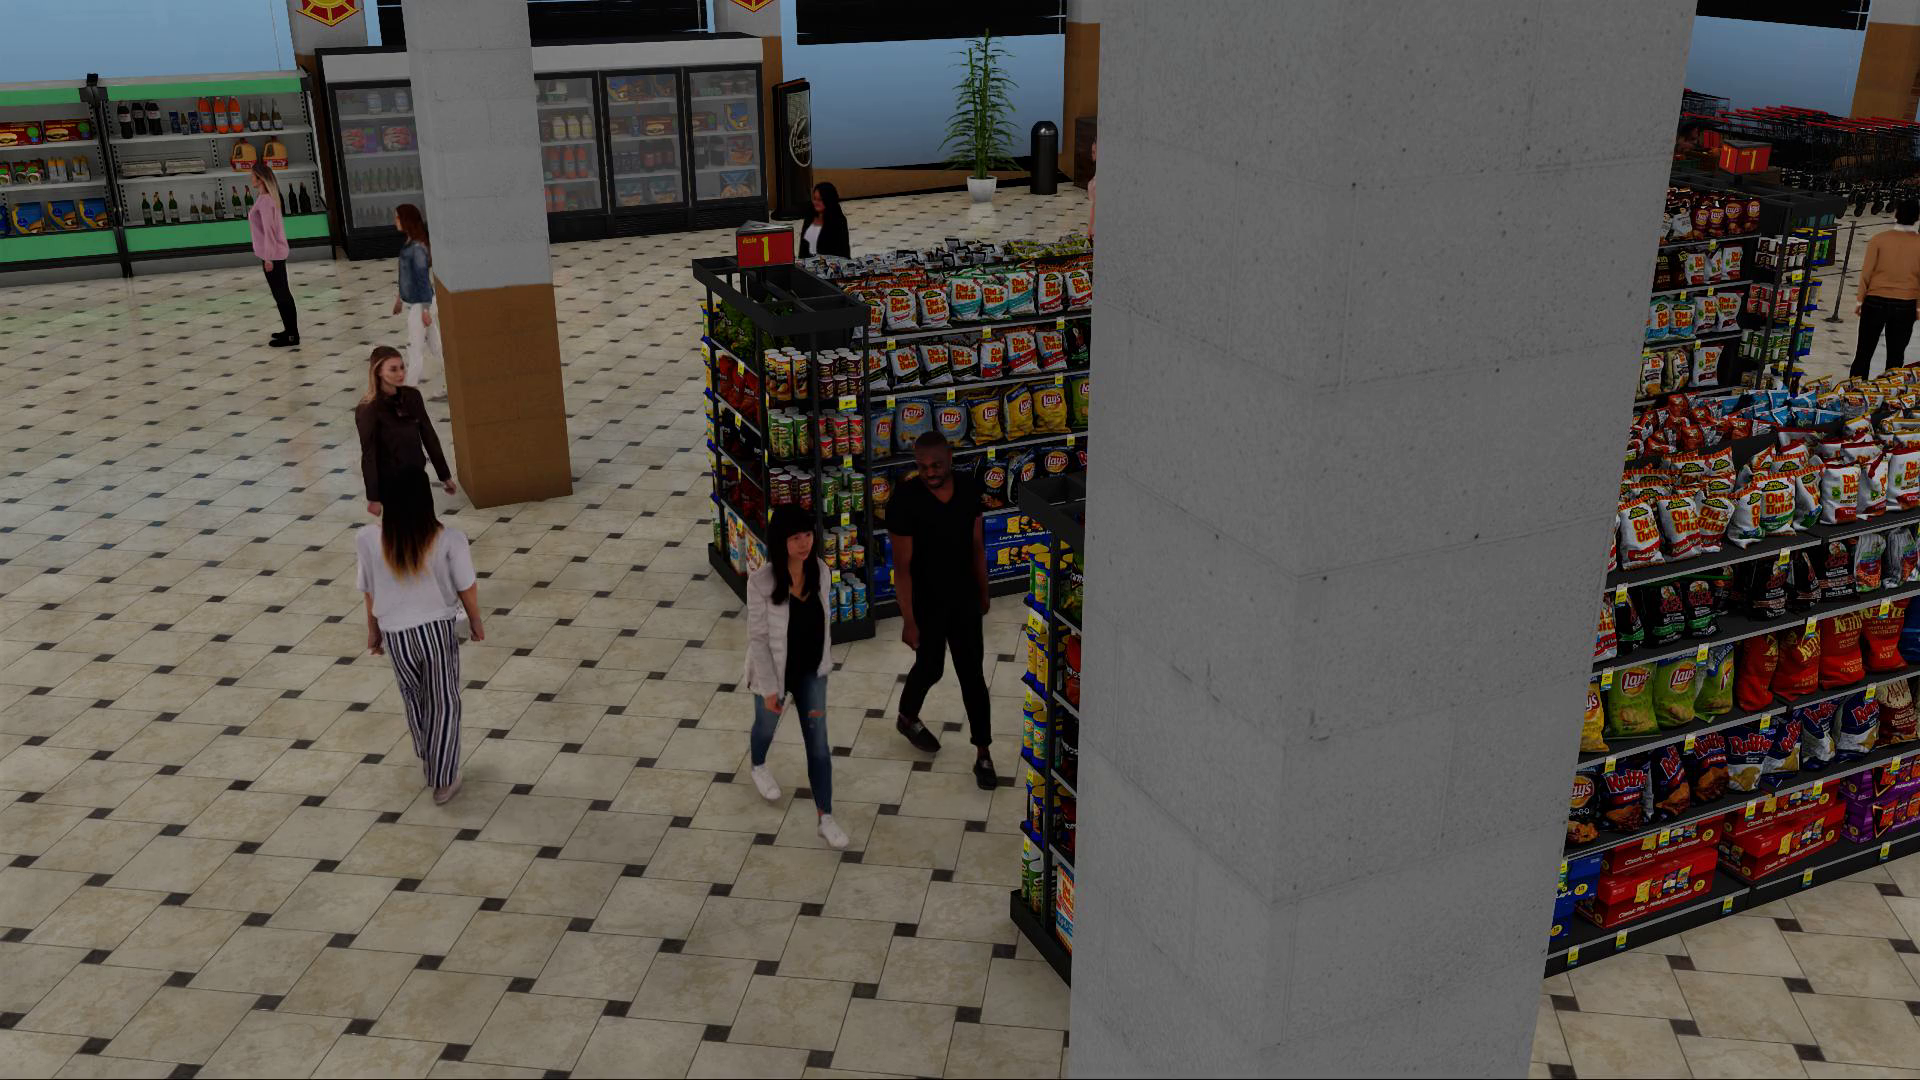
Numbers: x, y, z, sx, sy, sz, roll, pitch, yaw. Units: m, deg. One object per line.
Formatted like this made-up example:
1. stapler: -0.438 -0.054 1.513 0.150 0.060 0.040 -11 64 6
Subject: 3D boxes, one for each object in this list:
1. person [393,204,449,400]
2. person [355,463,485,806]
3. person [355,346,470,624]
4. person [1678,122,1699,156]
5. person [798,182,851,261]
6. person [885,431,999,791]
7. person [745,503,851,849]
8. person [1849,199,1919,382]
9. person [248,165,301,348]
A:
1. person: -4.401 -1.946 13.809 0.919 1.683 0.663 -8 23 -20
2. person: -2.556 0.472 7.817 0.885 1.663 0.923 0 22 0
3. person: -3.345 -0.323 9.802 1.105 1.659 1.105 11 24 25
4. person: 9.160 -4.693 21.229 0.698 1.248 0.639 7 23 17
5. person: -1.170 -2.487 15.325 0.941 1.557 1.220 18 28 38
6. person: -0.150 0.296 8.107 0.988 1.775 0.845 -13 25 -30
7. person: -0.827 0.578 7.646 1.041 1.595 0.730 -14 26 -31
8. person: 7.619 -1.916 13.638 0.755 1.755 0.793 11 24 24
9. person: -6.434 -2.675 15.617 0.595 1.688 0.641 -5 23 -13
